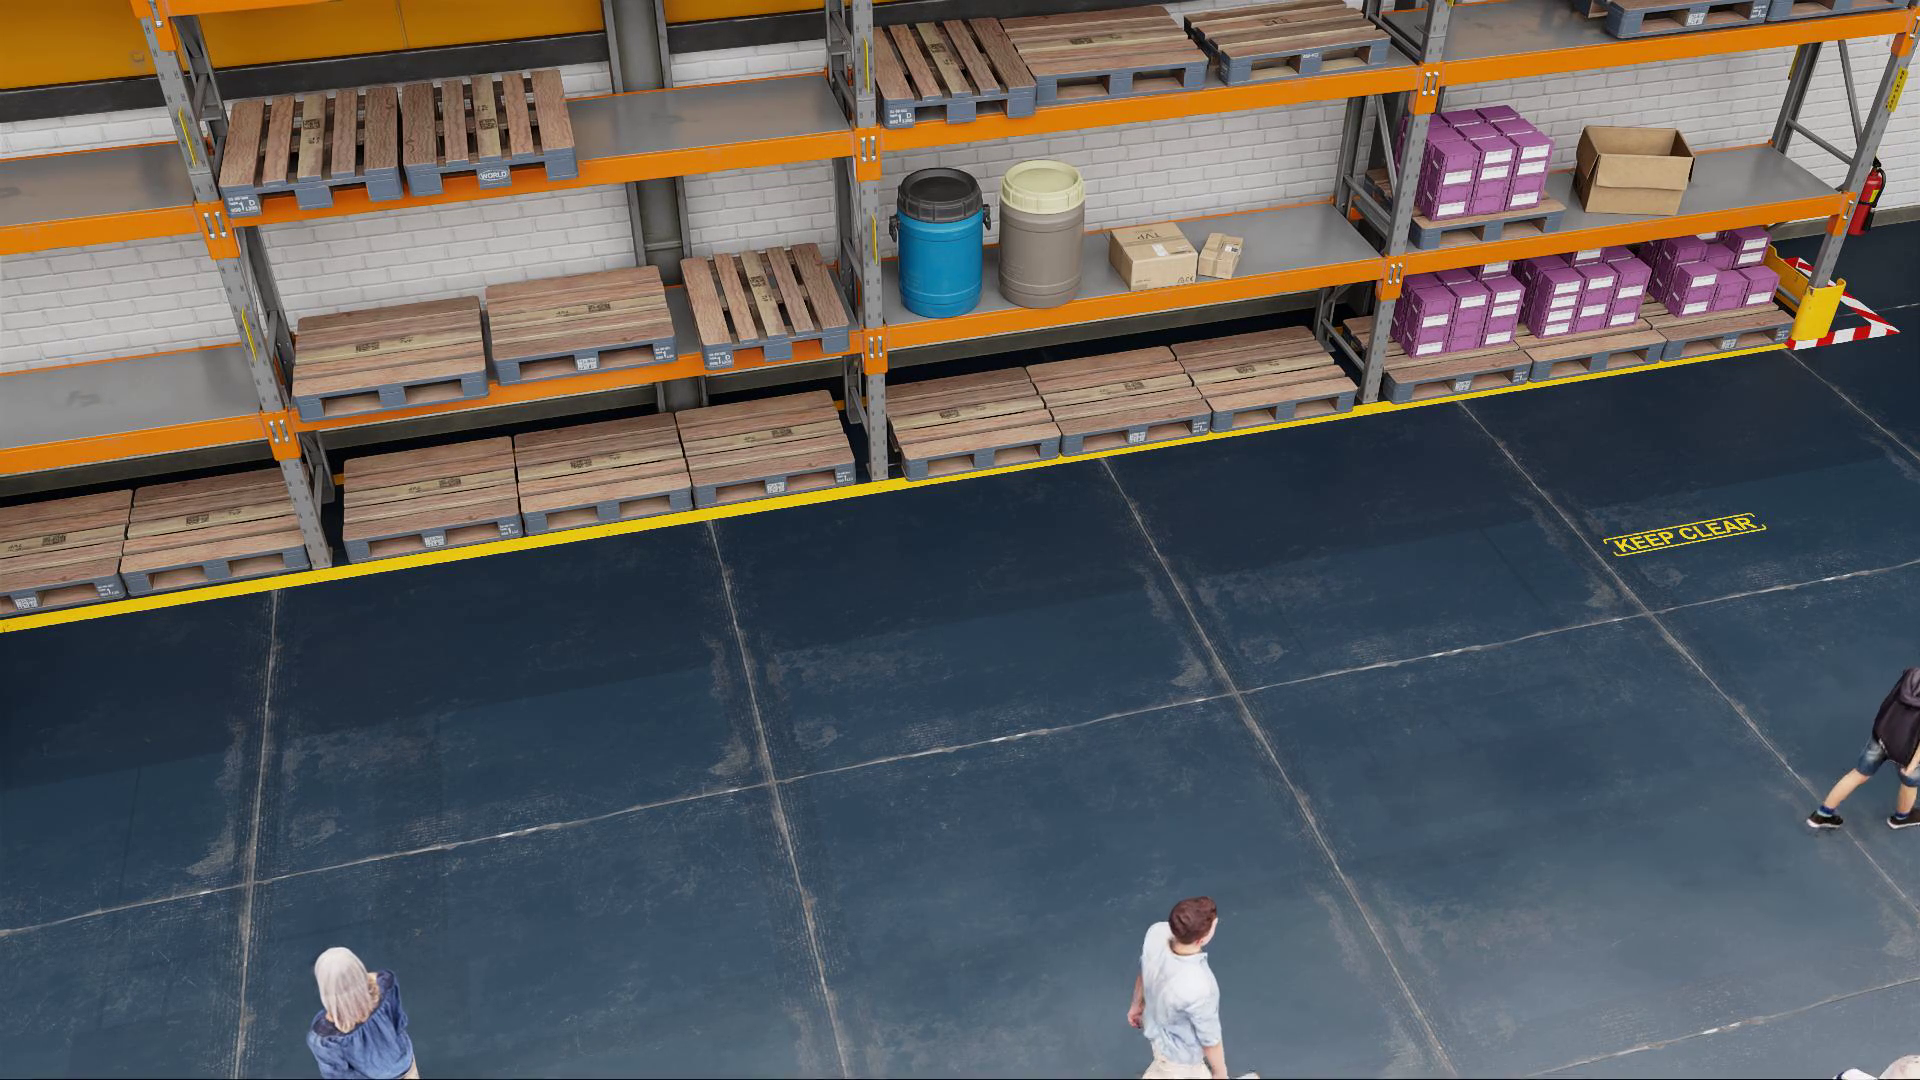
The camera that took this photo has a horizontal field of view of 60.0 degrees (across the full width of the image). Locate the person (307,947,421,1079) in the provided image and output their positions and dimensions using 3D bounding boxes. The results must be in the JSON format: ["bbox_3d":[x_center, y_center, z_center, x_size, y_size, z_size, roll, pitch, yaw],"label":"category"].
[{"bbox_3d":[-2.628,2.407,7.510,0.763,1.698,0.701,20,43,23],"label":"person"}]

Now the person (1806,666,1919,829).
[{"bbox_3d":[5.208,1.138,9.320,0.945,1.413,0.550,-11,40,-13],"label":"person"}]

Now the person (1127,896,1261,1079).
[{"bbox_3d":[0.881,2.289,7.558,1.128,1.813,0.697,-12,40,-14],"label":"person"}]
